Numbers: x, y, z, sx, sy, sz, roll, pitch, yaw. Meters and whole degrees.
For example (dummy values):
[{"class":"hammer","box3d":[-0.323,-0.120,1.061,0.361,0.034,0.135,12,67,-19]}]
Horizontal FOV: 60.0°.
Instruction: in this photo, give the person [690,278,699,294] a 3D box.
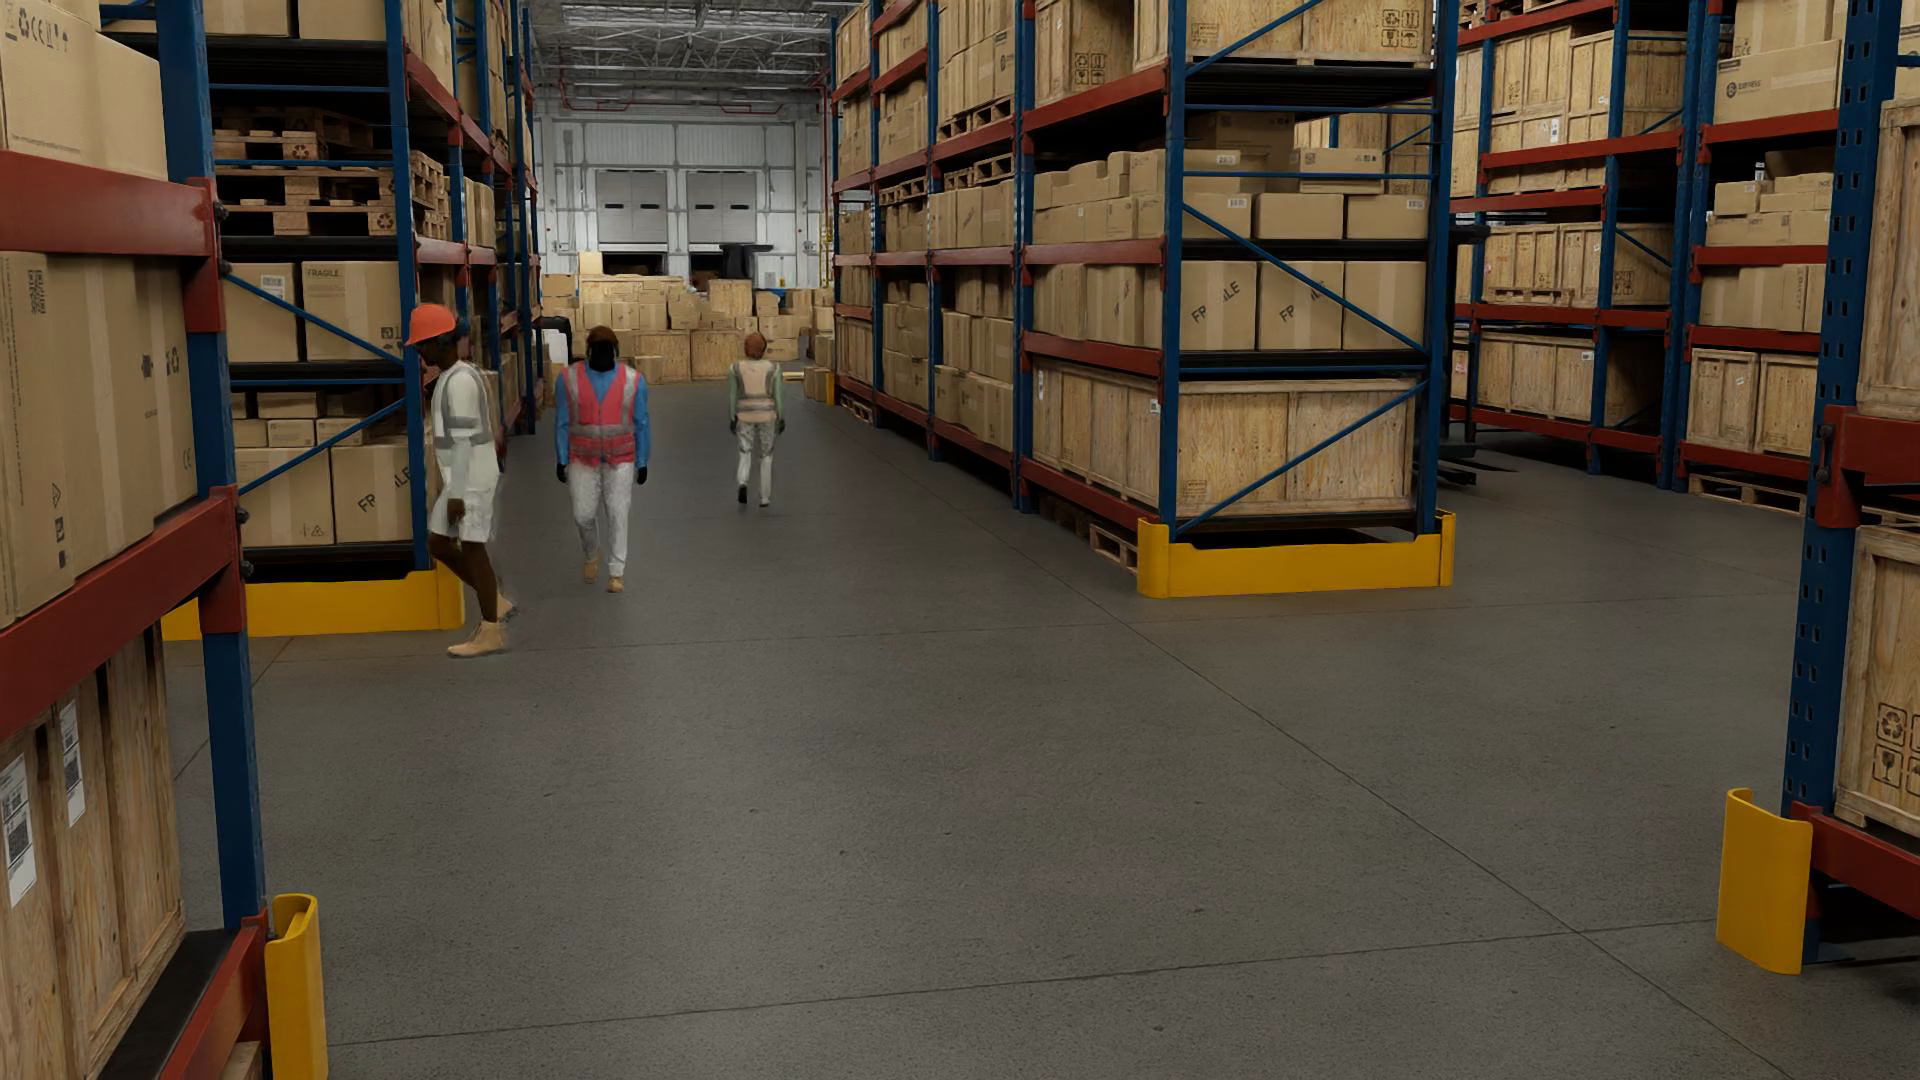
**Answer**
[{"class":"person","box3d":[-8.791,-7.855,55.838,0.892,1.845,0.594,0,9,-2]}]

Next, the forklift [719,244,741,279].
[{"class":"forklift","box3d":[-6.091,-6.487,44.366,1.873,2.768,1.129,-3,10,-20]}]

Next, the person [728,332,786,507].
[{"class":"person","box3d":[-1.875,-1.104,15.371,0.527,1.630,0.392,0,9,3]}]

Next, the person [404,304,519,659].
[{"class":"person","box3d":[-2.853,-0.325,9.438,0.494,2.011,0.684,-5,11,-28]}]

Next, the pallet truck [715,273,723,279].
[{"class":"pallet truck","box3d":[-8.580,-8.986,62.280,1.885,1.965,0.823,1,9,5]}]

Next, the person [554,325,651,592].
[{"class":"person","box3d":[-2.438,-0.550,11.371,0.652,1.830,0.438,-2,9,-11]}]

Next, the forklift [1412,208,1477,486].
[{"class":"forklift","box3d":[4.426,-2.033,17.213,1.129,2.768,1.873,-2,10,-12]}]
